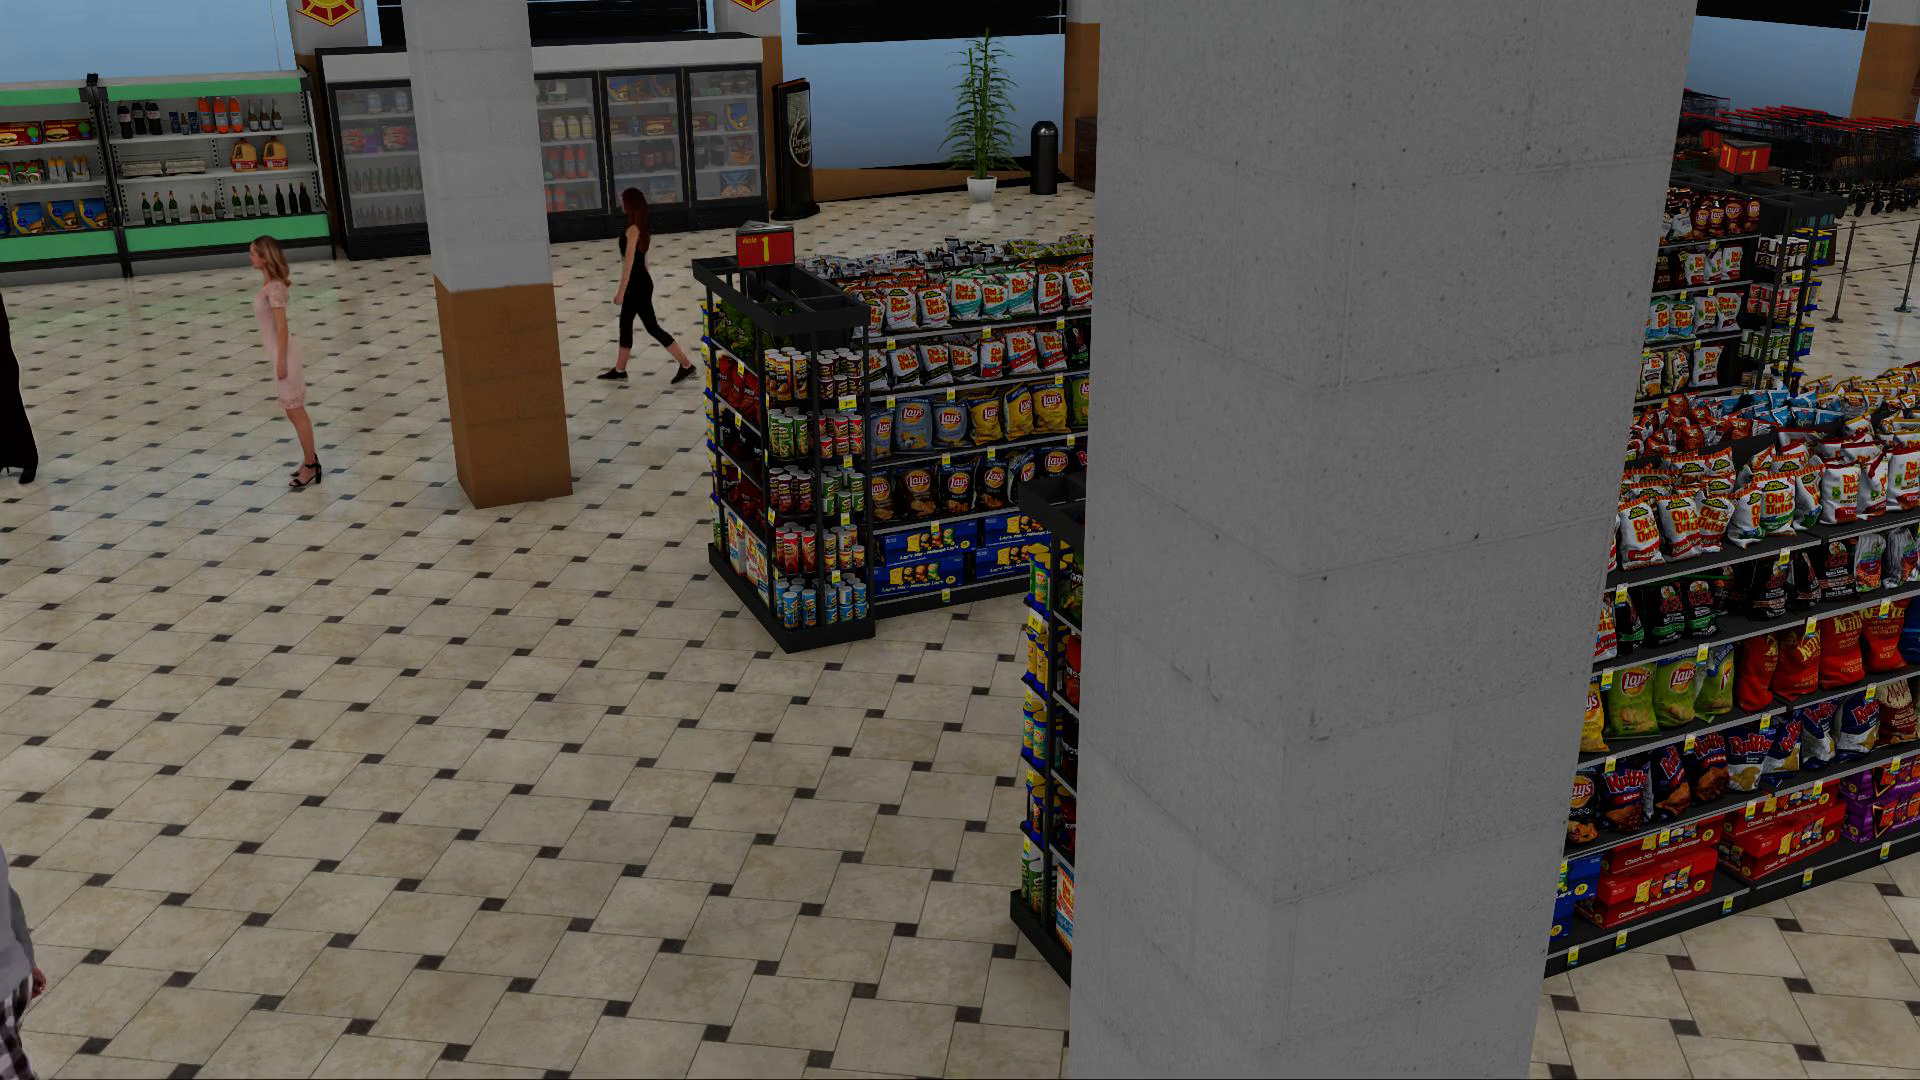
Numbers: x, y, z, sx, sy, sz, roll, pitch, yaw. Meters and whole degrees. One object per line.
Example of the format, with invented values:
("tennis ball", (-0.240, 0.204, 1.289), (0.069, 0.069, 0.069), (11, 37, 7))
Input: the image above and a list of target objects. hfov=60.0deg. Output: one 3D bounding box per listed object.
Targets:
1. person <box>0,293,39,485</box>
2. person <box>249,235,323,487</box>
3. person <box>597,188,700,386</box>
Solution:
("person", (-7.045, -1.270, 12.026), (0.761, 1.758, 0.833), (6, 23, 15))
("person", (-4.838, -1.282, 11.960), (0.531, 1.829, 0.596), (-7, 23, -17))
("person", (-2.665, -2.130, 14.254), (1.193, 1.694, 0.836), (-2, 22, -4))
